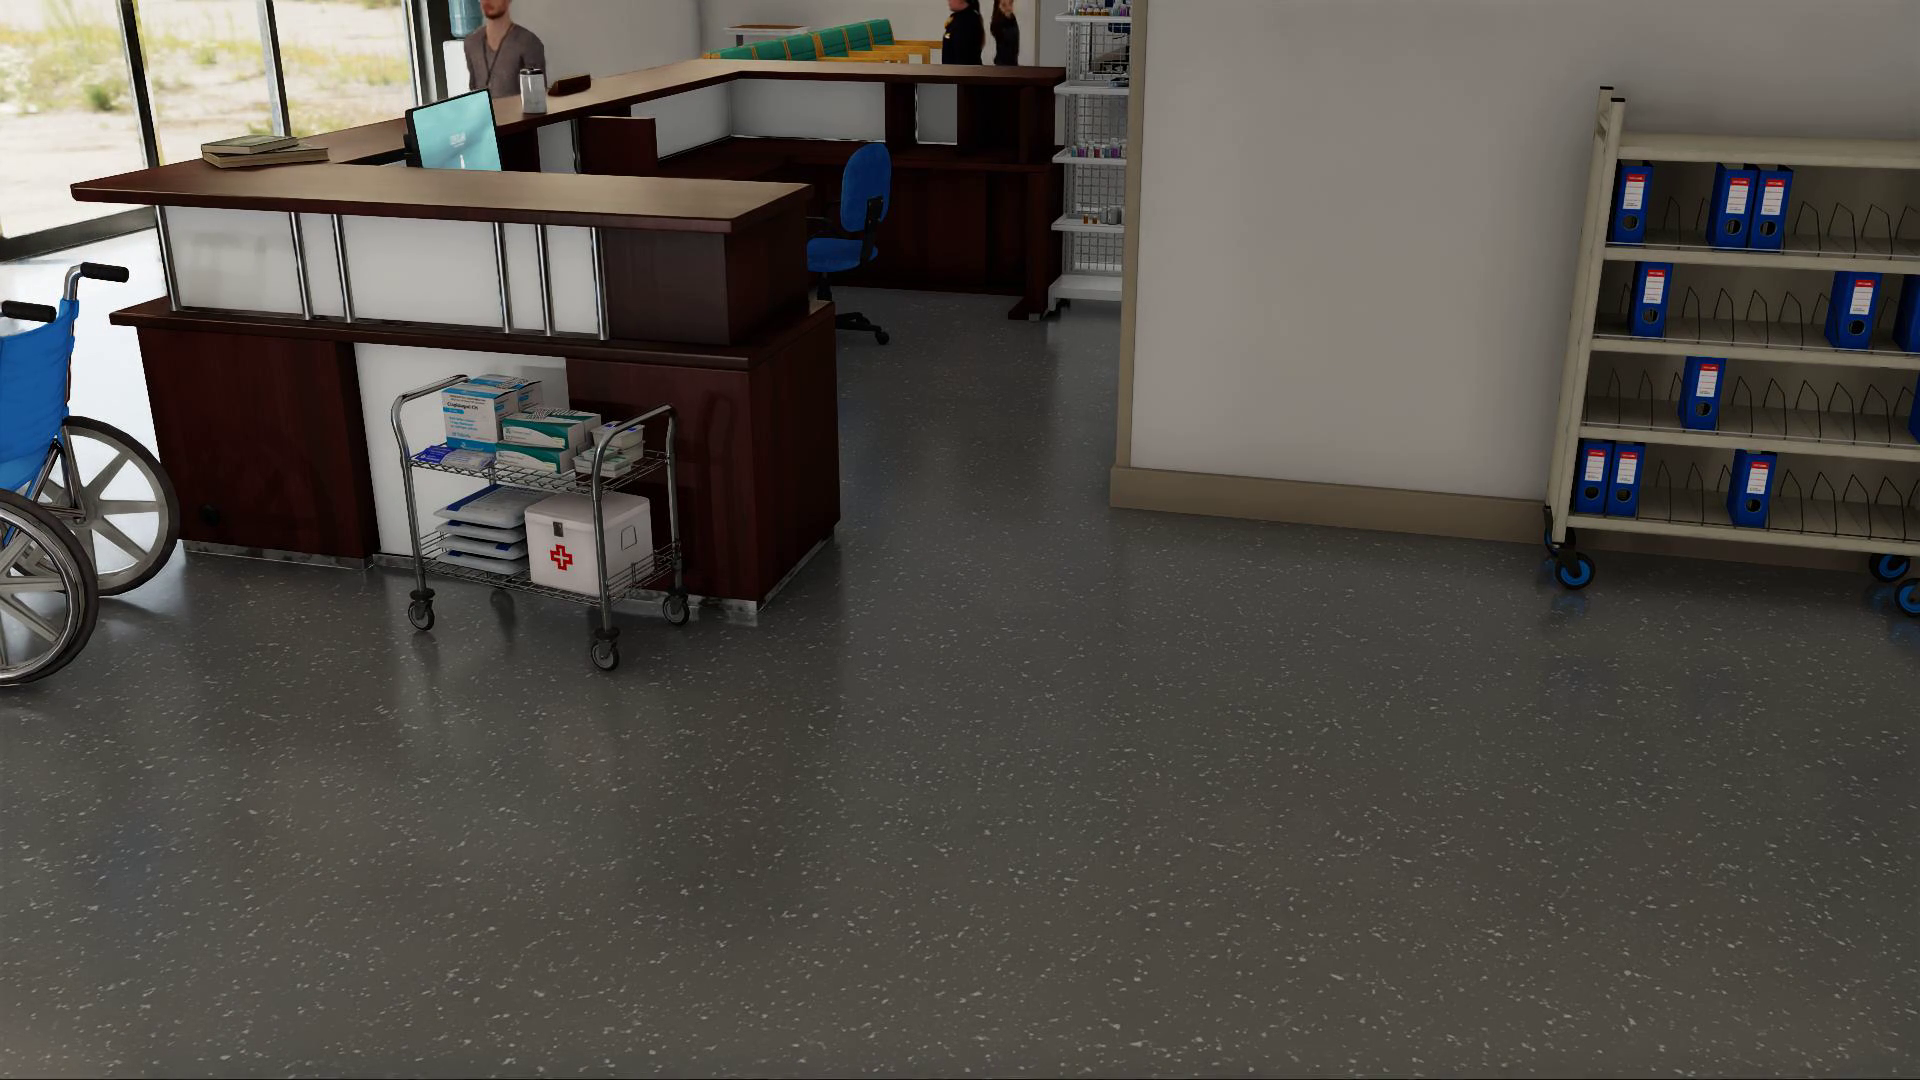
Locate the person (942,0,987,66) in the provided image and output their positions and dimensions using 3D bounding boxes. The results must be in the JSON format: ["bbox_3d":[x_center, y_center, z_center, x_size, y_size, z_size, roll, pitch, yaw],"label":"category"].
[{"bbox_3d":[0.060,-3.689,13.542,0.680,1.668,0.730,2,21,5],"label":"person"}]

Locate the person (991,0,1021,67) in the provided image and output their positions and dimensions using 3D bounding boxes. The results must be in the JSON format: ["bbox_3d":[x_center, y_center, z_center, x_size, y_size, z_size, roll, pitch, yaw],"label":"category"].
[{"bbox_3d":[0.458,-4.765,16.673,0.529,1.461,0.726,2,21,5],"label":"person"}]

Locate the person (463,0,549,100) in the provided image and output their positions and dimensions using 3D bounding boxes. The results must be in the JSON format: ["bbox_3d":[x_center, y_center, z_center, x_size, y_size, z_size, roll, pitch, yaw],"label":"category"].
[{"bbox_3d":[-2.429,-2.162,9.243,1.148,1.857,0.835,7,22,18],"label":"person"}]
